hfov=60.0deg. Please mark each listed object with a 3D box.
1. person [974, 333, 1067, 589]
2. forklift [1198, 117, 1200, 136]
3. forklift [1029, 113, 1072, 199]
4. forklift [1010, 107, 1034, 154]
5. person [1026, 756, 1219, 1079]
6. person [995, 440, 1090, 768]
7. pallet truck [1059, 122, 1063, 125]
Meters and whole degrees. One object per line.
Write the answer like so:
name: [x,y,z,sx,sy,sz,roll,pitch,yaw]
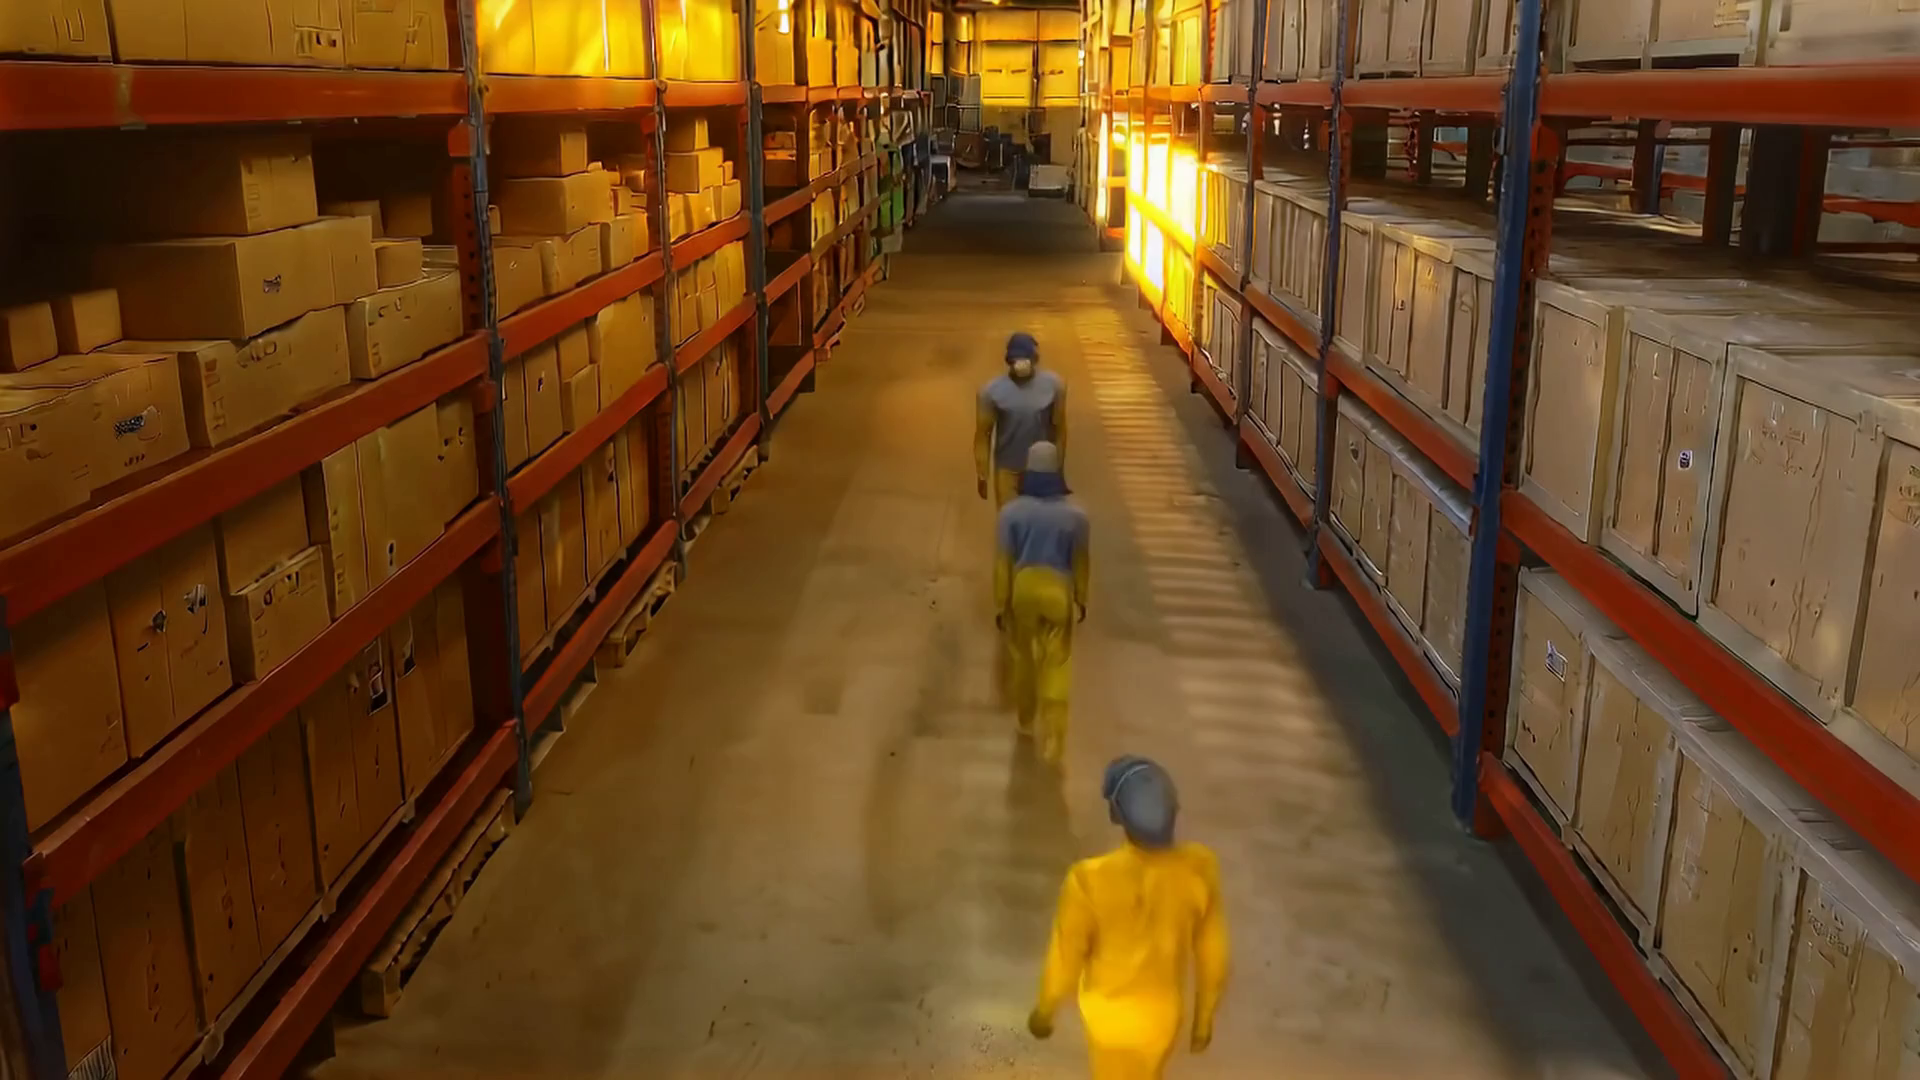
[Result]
person: [0.427,-0.443,11.302,0.650,1.893,0.967,-1,15,-5]
forklift: [9.440,-15.535,65.593,1.873,2.768,1.129,0,15,2]
forklift: [3.363,-12.925,55.881,1.873,2.768,1.129,-8,17,-27]
forklift: [2.964,-19.940,81.982,1.129,2.768,1.873,-7,17,-24]
person: [0.483,1.404,4.995,0.527,1.592,0.849,-8,17,-27]
person: [0.436,0.324,8.808,0.495,1.704,0.865,1,15,2]
pallet truck: [5.788,-21.111,88.014,1.885,1.965,0.823,5,16,18]
